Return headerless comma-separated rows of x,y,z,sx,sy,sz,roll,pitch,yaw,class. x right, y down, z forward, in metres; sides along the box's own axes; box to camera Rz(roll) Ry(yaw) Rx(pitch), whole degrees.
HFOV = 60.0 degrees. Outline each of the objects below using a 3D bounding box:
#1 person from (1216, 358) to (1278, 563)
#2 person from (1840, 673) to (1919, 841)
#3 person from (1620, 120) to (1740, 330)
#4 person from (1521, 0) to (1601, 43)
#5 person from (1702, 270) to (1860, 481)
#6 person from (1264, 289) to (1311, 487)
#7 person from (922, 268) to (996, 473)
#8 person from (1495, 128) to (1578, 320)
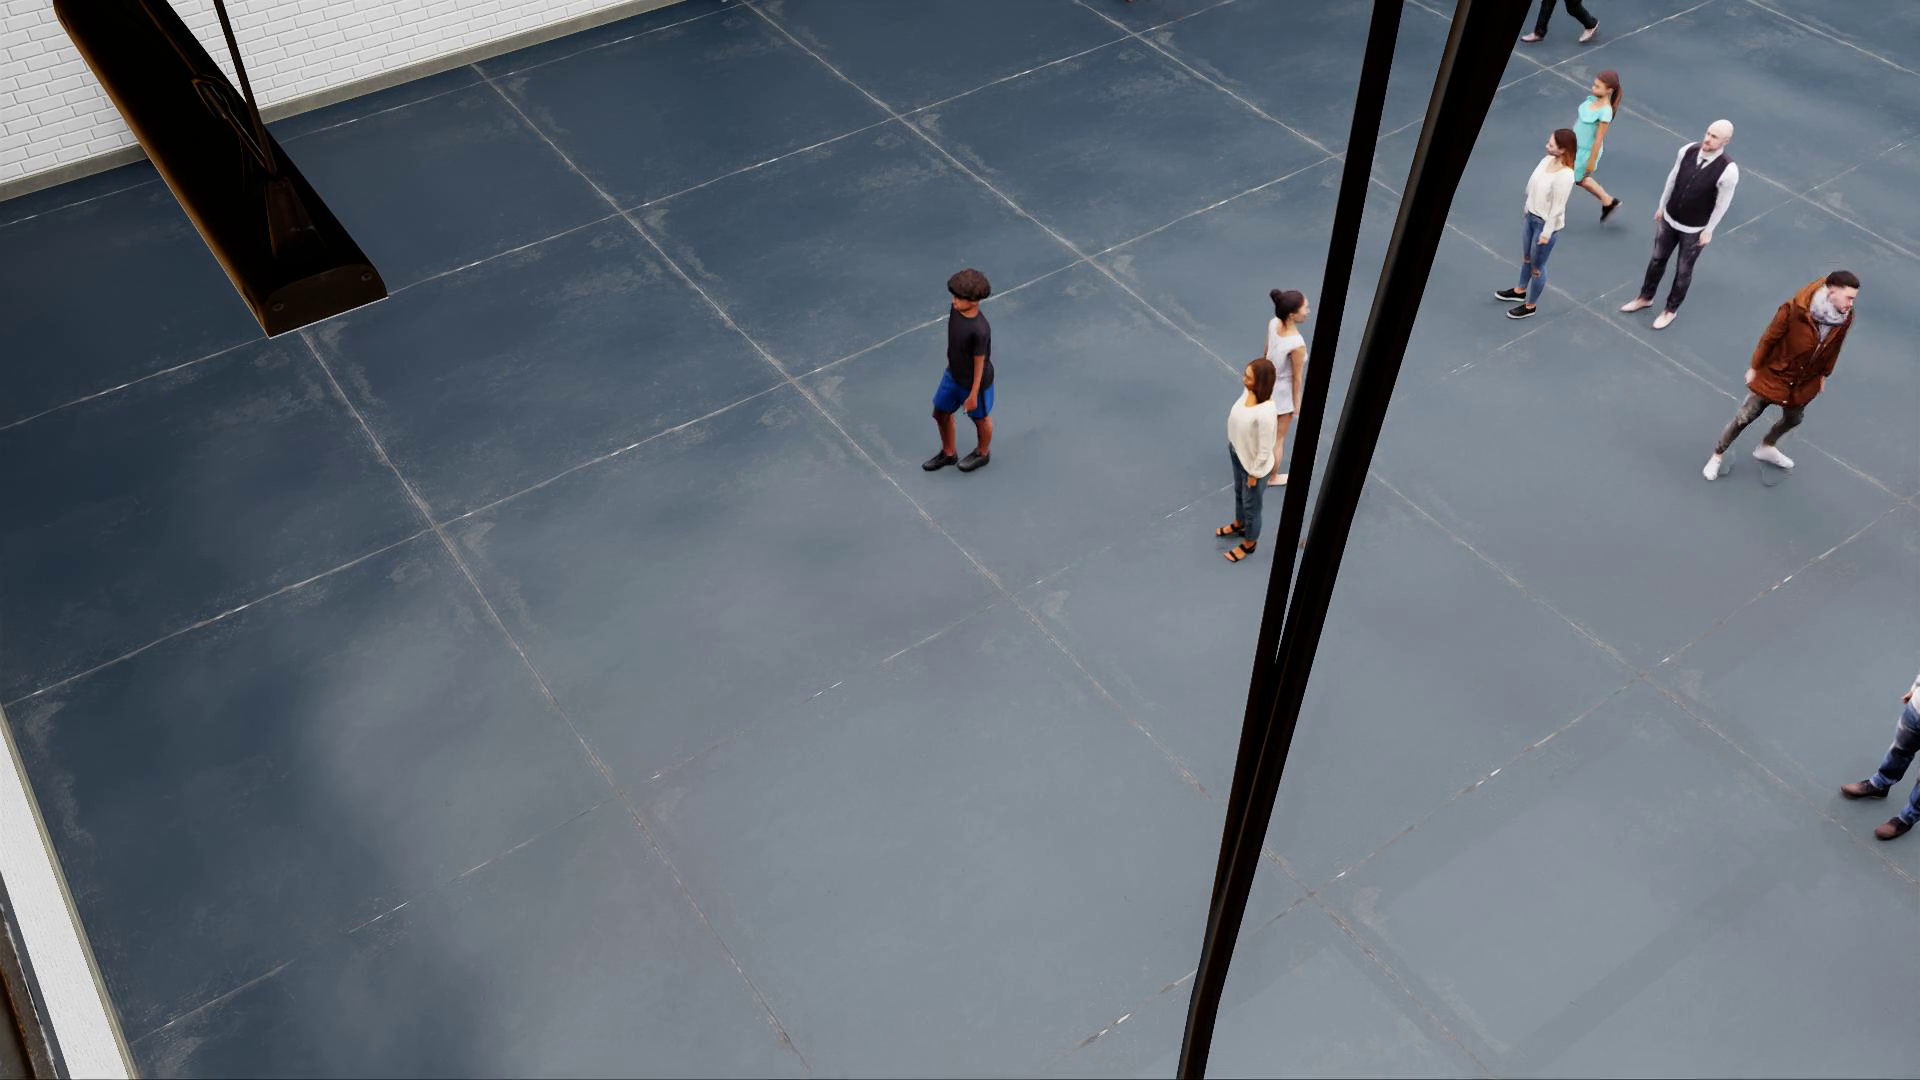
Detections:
1.992,-0.564,11.343,0.691,1.680,0.701,-6,44,-6,person
5.670,1.005,9.570,0.678,1.854,0.719,-8,44,-9,person
5.819,-2.540,13.315,0.568,1.823,0.676,-26,49,-25,person
6.291,-5.781,16.898,1.118,1.572,0.891,-11,45,-11,person
5.925,-1.194,11.910,0.872,1.811,1.016,8,44,9,person
2.291,-1.100,11.957,0.552,1.609,0.595,-18,47,-18,person
0.140,-1.218,11.958,0.755,1.779,0.664,-23,48,-23,person
4.712,-2.570,13.439,0.719,1.694,0.705,-3,44,-3,person
